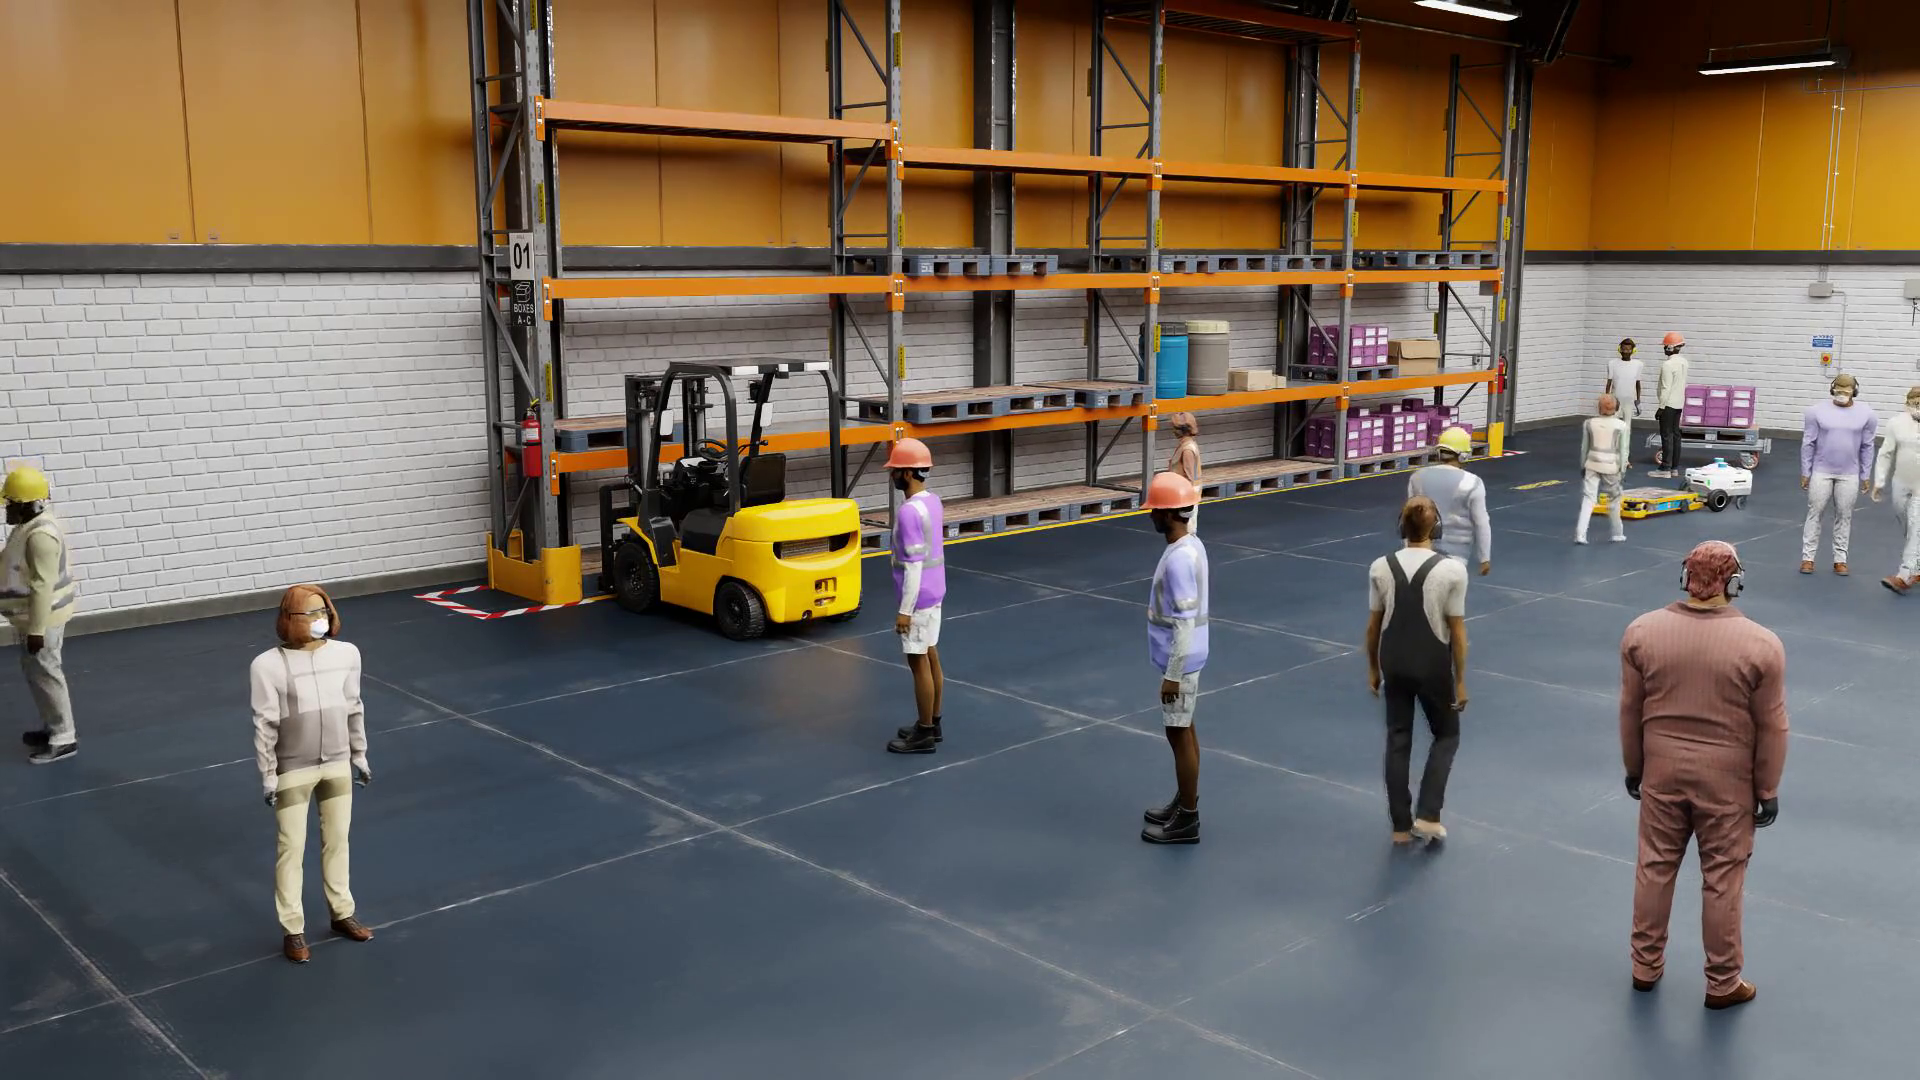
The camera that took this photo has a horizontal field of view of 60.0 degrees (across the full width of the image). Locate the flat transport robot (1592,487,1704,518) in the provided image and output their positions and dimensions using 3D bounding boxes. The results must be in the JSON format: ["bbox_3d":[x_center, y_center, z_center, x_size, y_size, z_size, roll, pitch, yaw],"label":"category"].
[{"bbox_3d":[8.121,-0.455,19.717,1.431,0.197,0.652,-7,12,-35],"label":"flat transport robot"}]

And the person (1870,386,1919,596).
[{"bbox_3d":[8.594,-0.449,15.020,1.013,1.870,0.617,-6,12,-33],"label":"person"}]

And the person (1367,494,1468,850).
[{"bbox_3d":[2.342,0.677,8.503,0.551,1.835,0.433,7,12,34],"label":"person"}]

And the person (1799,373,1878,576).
[{"bbox_3d":[8.346,-0.624,15.850,0.627,1.933,0.373,4,10,22],"label":"person"}]

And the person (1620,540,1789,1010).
[{"bbox_3d":[3.008,0.944,6.756,0.642,1.906,0.410,8,13,40],"label":"person"}]

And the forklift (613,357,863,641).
[{"bbox_3d":[-1.847,-0.414,13.852,1.214,2.155,2.313,-9,13,-42],"label":"forklift"}]

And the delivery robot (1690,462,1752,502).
[{"bbox_3d":[9.153,-0.689,19.985,0.707,0.478,0.477,-3,10,-19],"label":"delivery robot"}]

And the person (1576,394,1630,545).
[{"bbox_3d":[6.786,-0.742,17.523,0.534,1.600,0.779,9,13,43],"label":"person"}]

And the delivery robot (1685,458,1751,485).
[{"bbox_3d":[9.310,-0.763,20.419,0.707,0.478,0.477,0,10,-2],"label":"delivery robot"}]

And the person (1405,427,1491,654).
[{"bbox_3d":[3.605,0.057,12.314,0.943,1.784,0.613,-9,13,-44],"label":"person"}]

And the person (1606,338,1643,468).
[{"bbox_3d":[9.528,-1.960,23.885,0.521,1.862,0.334,1,10,8],"label":"person"}]

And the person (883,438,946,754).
[{"bbox_3d":[-0.283,0.344,10.166,0.377,1.938,0.547,3,10,15],"label":"person"}]

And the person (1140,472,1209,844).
[{"bbox_3d":[1.099,0.610,8.615,0.368,1.933,0.552,2,10,11],"label":"person"}]

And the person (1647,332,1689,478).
[{"bbox_3d":[9.753,-1.852,22.856,0.612,1.995,0.379,-9,13,-44],"label":"person"}]

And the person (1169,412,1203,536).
[{"bbox_3d":[2.038,-0.344,15.066,0.310,1.640,0.514,1,10,6],"label":"person"}]

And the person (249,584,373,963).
[{"bbox_3d":[-2.812,0.994,7.242,0.285,1.636,0.499,8,13,41],"label":"person"}]

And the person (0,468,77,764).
[{"bbox_3d":[-5.547,0.452,9.968,0.405,1.799,0.692,-7,12,-34],"label":"person"}]
